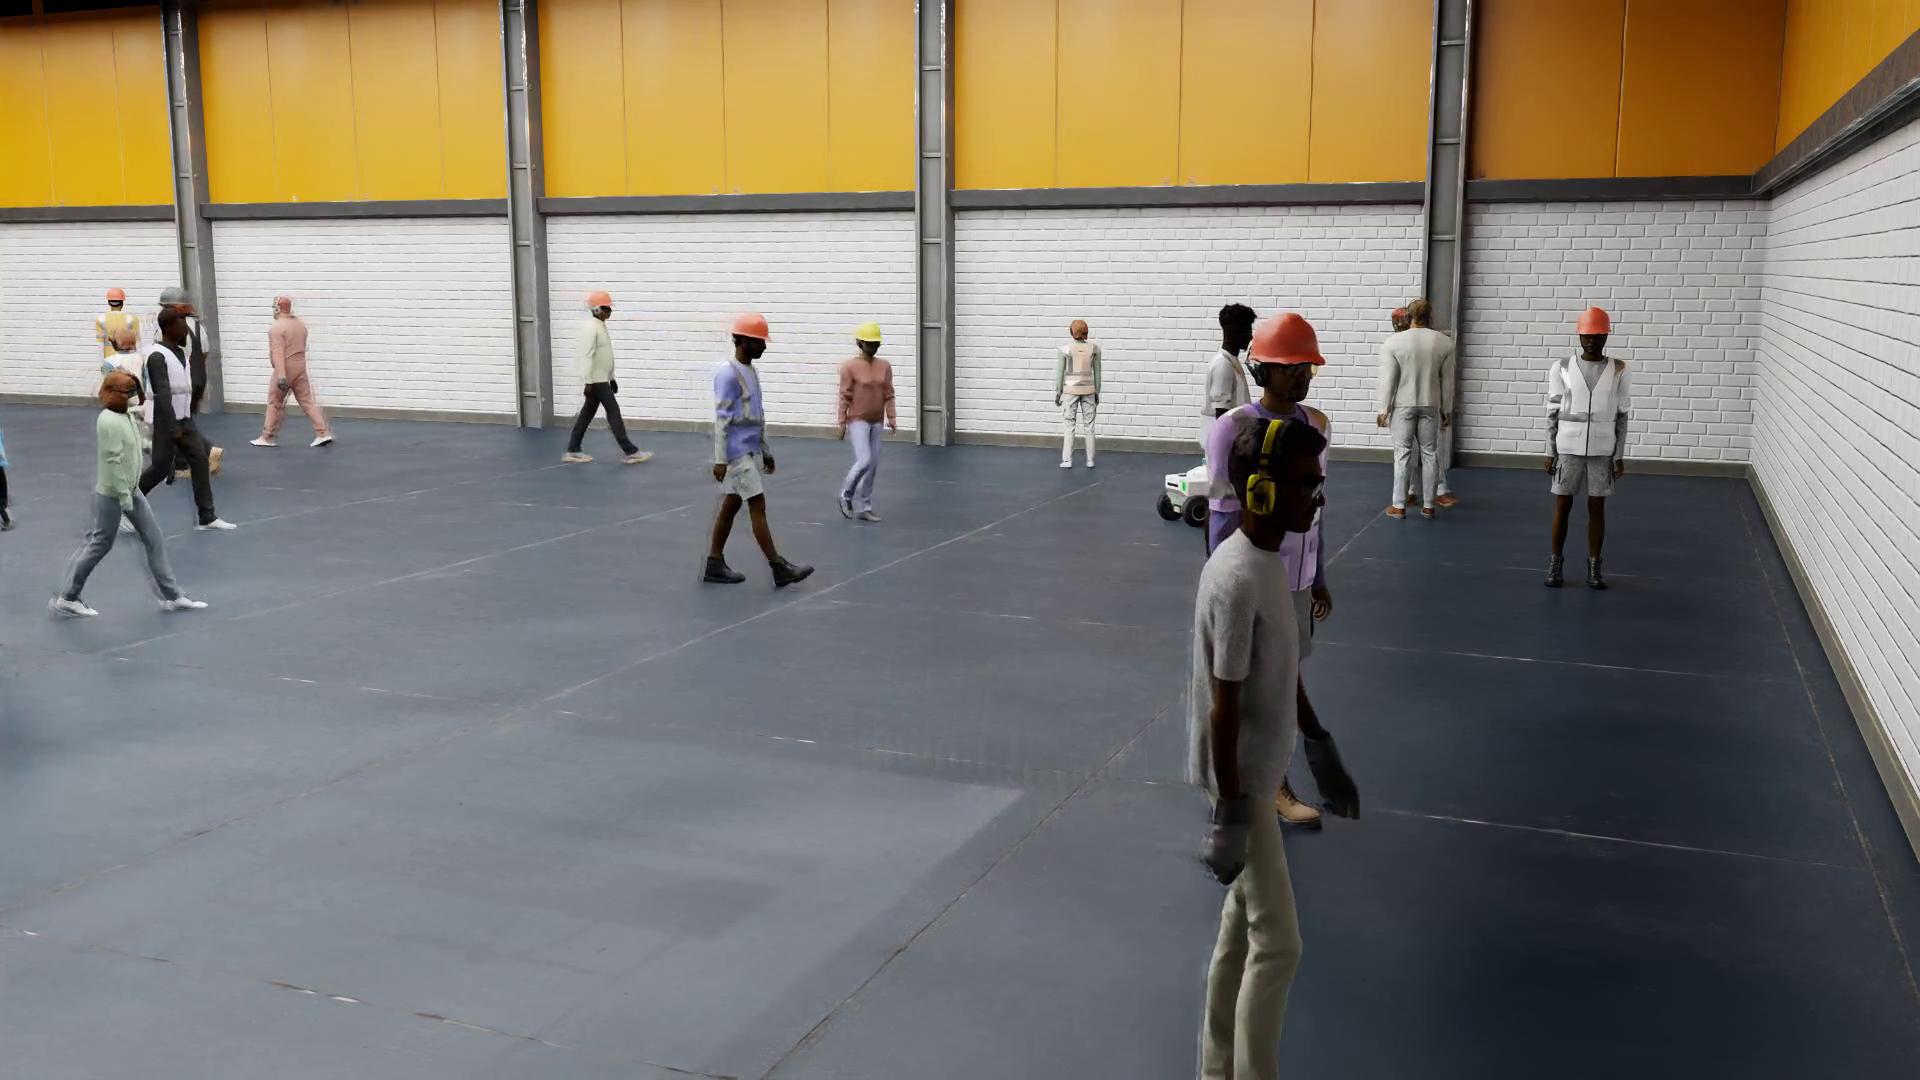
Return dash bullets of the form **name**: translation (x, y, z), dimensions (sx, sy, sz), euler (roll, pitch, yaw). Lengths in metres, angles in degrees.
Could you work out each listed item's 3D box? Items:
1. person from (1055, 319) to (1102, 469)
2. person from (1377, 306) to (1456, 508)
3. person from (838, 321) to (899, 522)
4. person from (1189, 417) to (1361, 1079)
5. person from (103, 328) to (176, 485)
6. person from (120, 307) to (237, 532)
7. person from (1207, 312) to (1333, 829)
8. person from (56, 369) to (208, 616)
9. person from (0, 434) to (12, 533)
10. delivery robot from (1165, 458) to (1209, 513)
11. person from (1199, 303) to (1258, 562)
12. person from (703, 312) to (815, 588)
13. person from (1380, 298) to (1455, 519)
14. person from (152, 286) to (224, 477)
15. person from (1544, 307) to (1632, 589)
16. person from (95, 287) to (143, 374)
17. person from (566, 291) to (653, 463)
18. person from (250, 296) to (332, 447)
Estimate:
- **person**: translation (1.302, -1.595, 18.224), dimensions (0.514, 1.640, 0.309), euler (-2, 10, -11)
- **person**: translation (4.199, -1.215, 15.308), dimensions (0.713, 1.844, 0.372), euler (4, 10, 25)
- **person**: translation (-0.789, -1.011, 14.371), dimensions (0.521, 1.747, 0.377), euler (-8, 12, -41)
- **person**: translation (0.787, 0.618, 4.146), dimensions (0.420, 1.861, 0.527), euler (2, 10, 13)
- **person**: translation (-8.155, -1.286, 16.442), dimensions (0.682, 1.614, 0.518), euler (4, 10, 21)
- **person**: translation (-6.613, -0.988, 13.824), dimensions (0.919, 1.887, 0.589), euler (0, 9, -1)
- **person**: translation (1.228, 0.147, 6.444), dimensions (0.615, 2.041, 0.388), euler (-7, 12, -36)
- **person**: translation (-5.333, -0.292, 10.519), dimensions (0.860, 1.586, 0.510), euler (-1, 9, -9)
- **person**: translation (-5.801, -0.175, 9.547), dimensions (0.856, 1.646, 0.556), euler (6, 11, 32)
- **delivery robot**: translation (2.142, -0.465, 14.371), dimensions (0.707, 0.478, 0.477), euler (-4, 10, -23)
- **person**: translation (1.869, -0.676, 11.668), dimensions (0.373, 1.964, 0.608), euler (2, 10, 12)
- **person**: translation (-1.391, -0.613, 11.491), dimensions (0.934, 1.891, 0.557), euler (2, 10, 10)
- **person**: translation (4.002, -1.148, 14.607), dimensions (0.636, 1.936, 0.354), euler (0, 9, -1)
- **person**: translation (-8.026, -1.636, 17.255), dimensions (0.781, 2.000, 0.691), euler (2, 9, 9)
- **person**: translation (4.309, -0.626, 11.447), dimensions (0.544, 1.939, 0.355), euler (3, 10, 16)
- **person**: translation (-11.154, -2.387, 22.112), dimensions (0.543, 1.939, 0.362), euler (-3, 10, -20)
- **person**: translation (-4.013, -1.824, 18.709), dimensions (1.014, 1.940, 0.637), euler (0, 9, -1)
- **person**: translation (-8.211, -2.055, 20.374), dimensions (1.012, 1.860, 0.666), euler (2, 10, 14)
